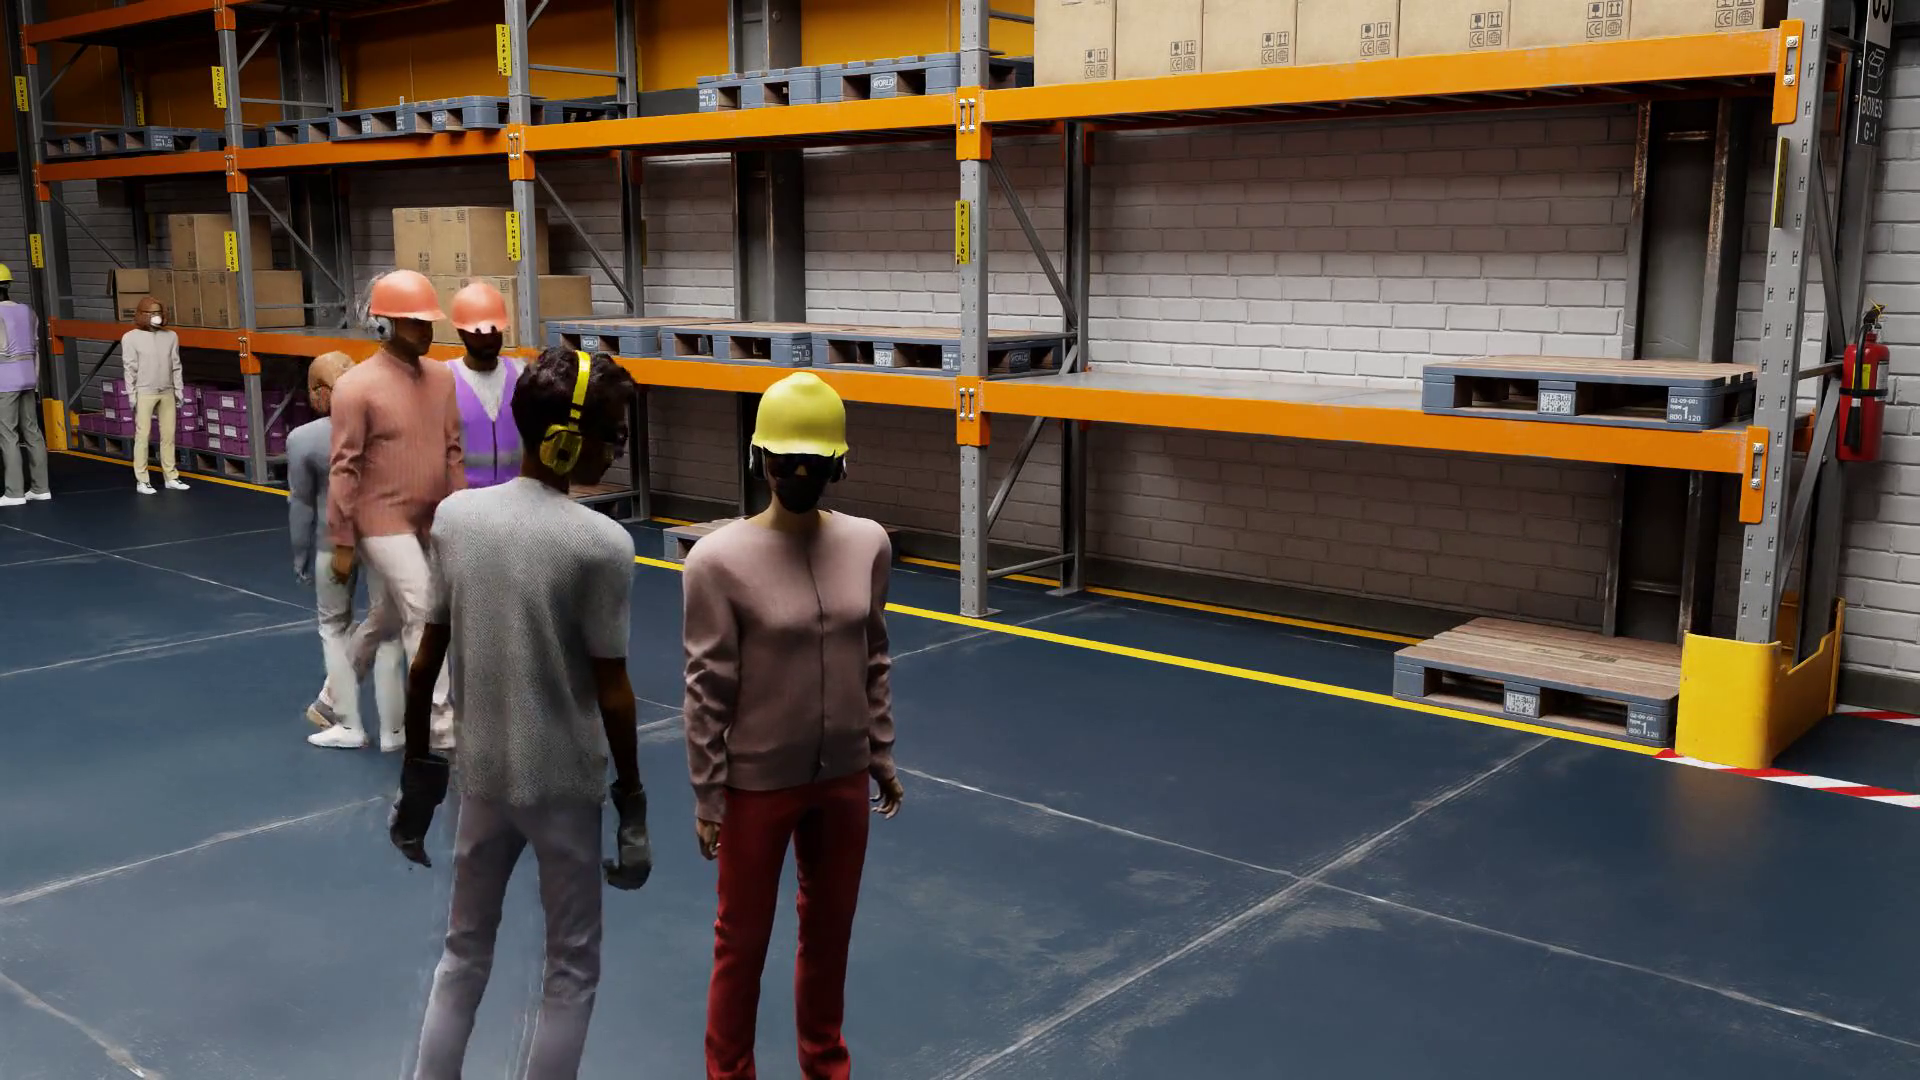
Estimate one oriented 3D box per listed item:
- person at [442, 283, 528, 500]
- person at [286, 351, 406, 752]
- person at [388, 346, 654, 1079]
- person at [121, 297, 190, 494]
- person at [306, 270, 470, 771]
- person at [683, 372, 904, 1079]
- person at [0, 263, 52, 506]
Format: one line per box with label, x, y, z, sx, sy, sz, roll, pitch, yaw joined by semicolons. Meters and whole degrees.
person;-2.094;-0.165;7.237;0.547;1.882;0.694;-9;13;-41
person;-2.419;0.052;6.720;0.535;1.614;0.409;-4;11;-20
person;-0.967;0.519;3.441;0.730;1.830;0.344;3;11;19
person;-6.673;-1.196;13.781;0.284;1.627;0.493;6;12;31
person;-2.251;-0.079;6.517;0.967;1.954;0.598;3;10;18
person;-0.346;0.517;3.624;0.533;1.765;0.322;-8;13;-38
person;-7.506;-1.226;13.119;0.397;1.918;0.588;2;10;12
